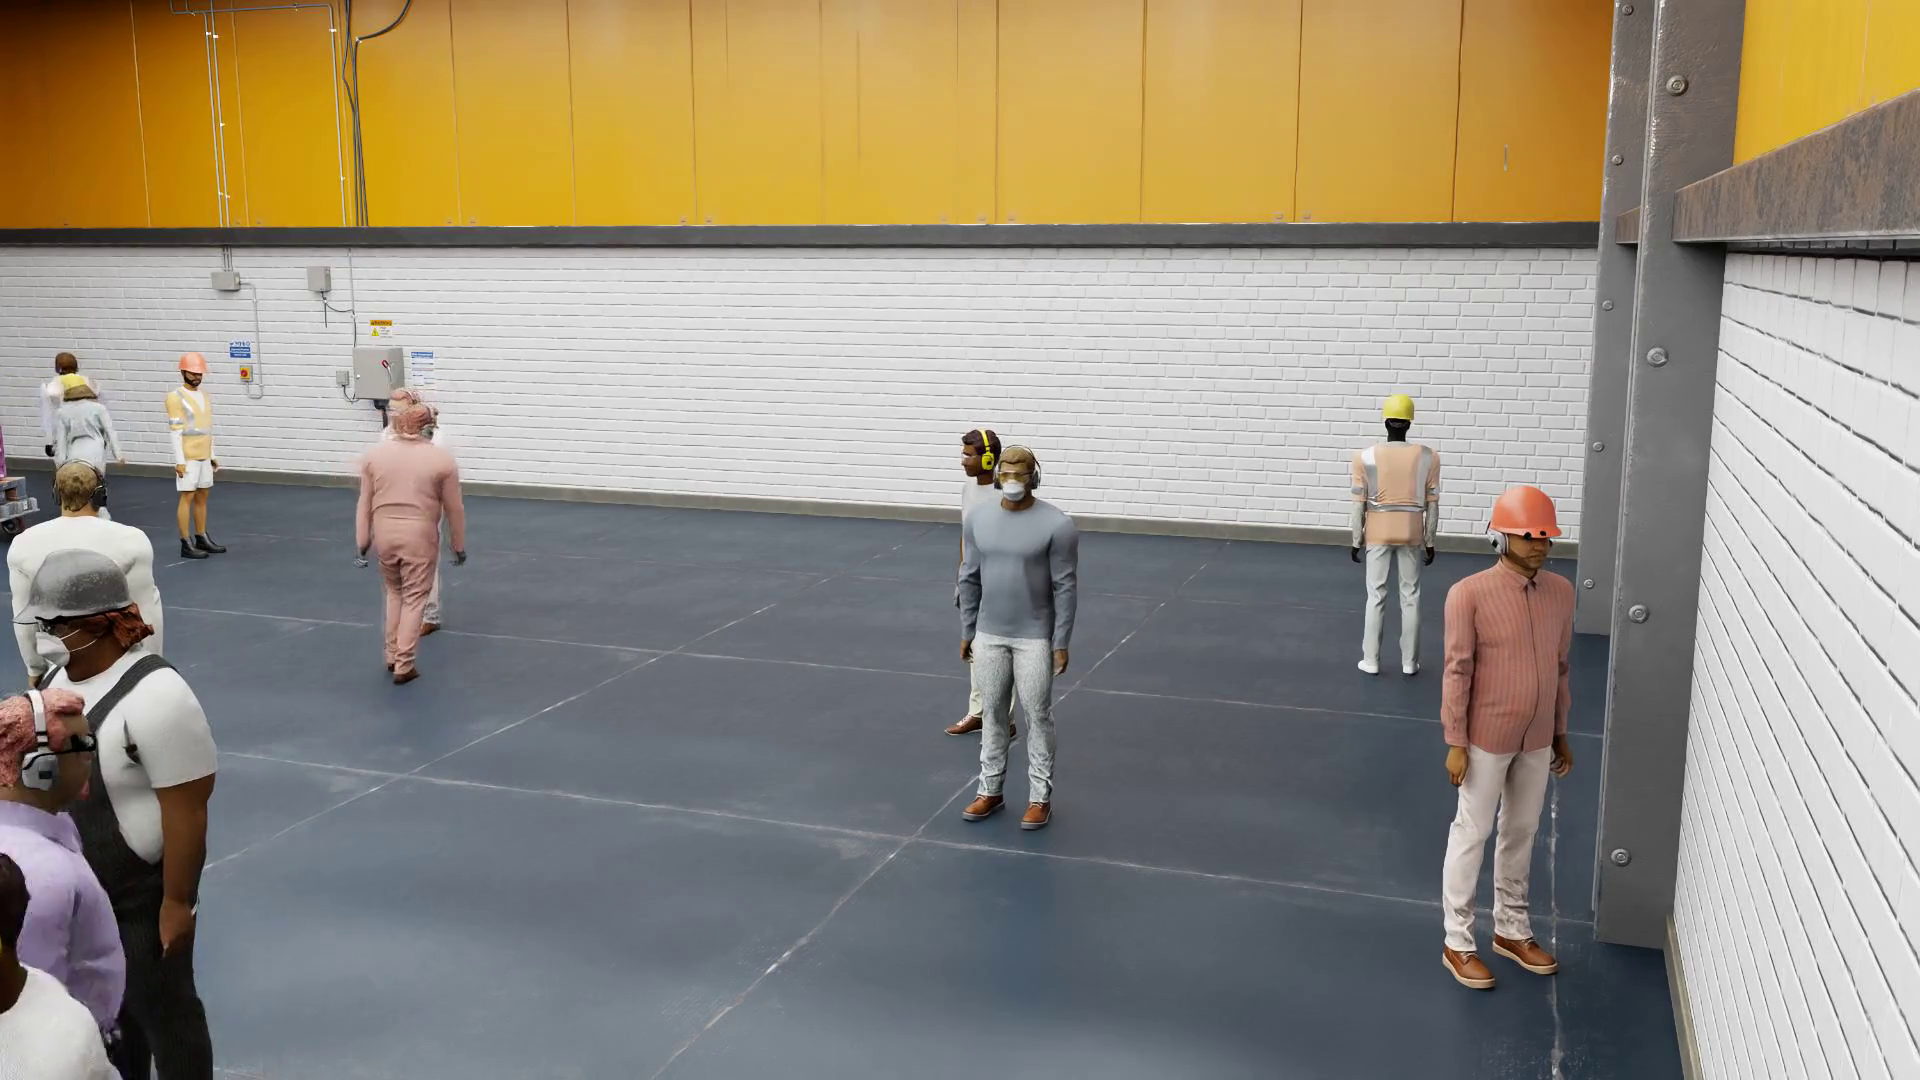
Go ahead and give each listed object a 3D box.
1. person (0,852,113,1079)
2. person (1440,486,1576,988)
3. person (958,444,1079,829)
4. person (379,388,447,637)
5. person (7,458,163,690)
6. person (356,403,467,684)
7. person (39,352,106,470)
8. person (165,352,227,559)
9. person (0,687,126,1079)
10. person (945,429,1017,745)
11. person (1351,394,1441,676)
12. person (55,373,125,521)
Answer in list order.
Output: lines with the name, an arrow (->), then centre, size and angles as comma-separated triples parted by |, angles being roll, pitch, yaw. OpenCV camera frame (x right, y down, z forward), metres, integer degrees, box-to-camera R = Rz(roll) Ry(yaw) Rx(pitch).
person -> -1.752, 1.463, 3.144 | 0.689, 1.836, 0.657 | 9, 14, 42
person -> 2.182, 0.770, 6.611 | 0.613, 1.994, 0.382 | -4, 11, -23
person -> 0.276, 0.484, 8.380 | 0.634, 1.940, 0.367 | 5, 11, 25
person -> -4.087, -0.190, 12.346 | 0.662, 1.883, 0.476 | 5, 11, 25
person -> -4.081, 0.579, 7.847 | 0.635, 1.938, 0.360 | -2, 10, -11
person -> -3.698, 0.018, 11.240 | 0.674, 1.855, 0.654 | 1, 10, 3
person -> -9.377, -1.091, 17.637 | 0.630, 1.810, 0.923 | -8, 13, -38
person -> -7.167, -0.800, 15.624 | 0.376, 1.934, 0.547 | 2, 10, 11
person -> -2.193, 1.271, 4.172 | 0.650, 1.862, 0.961 | 9, 13, 41
person -> 0.153, 0.276, 9.767 | 0.312, 1.862, 0.535 | -9, 13, -40
person -> 2.941, -0.027, 11.291 | 0.586, 1.928, 0.364 | 1, 10, 7
person -> -8.562, -0.790, 16.301 | 0.506, 1.678, 0.923 | 0, 10, 2
